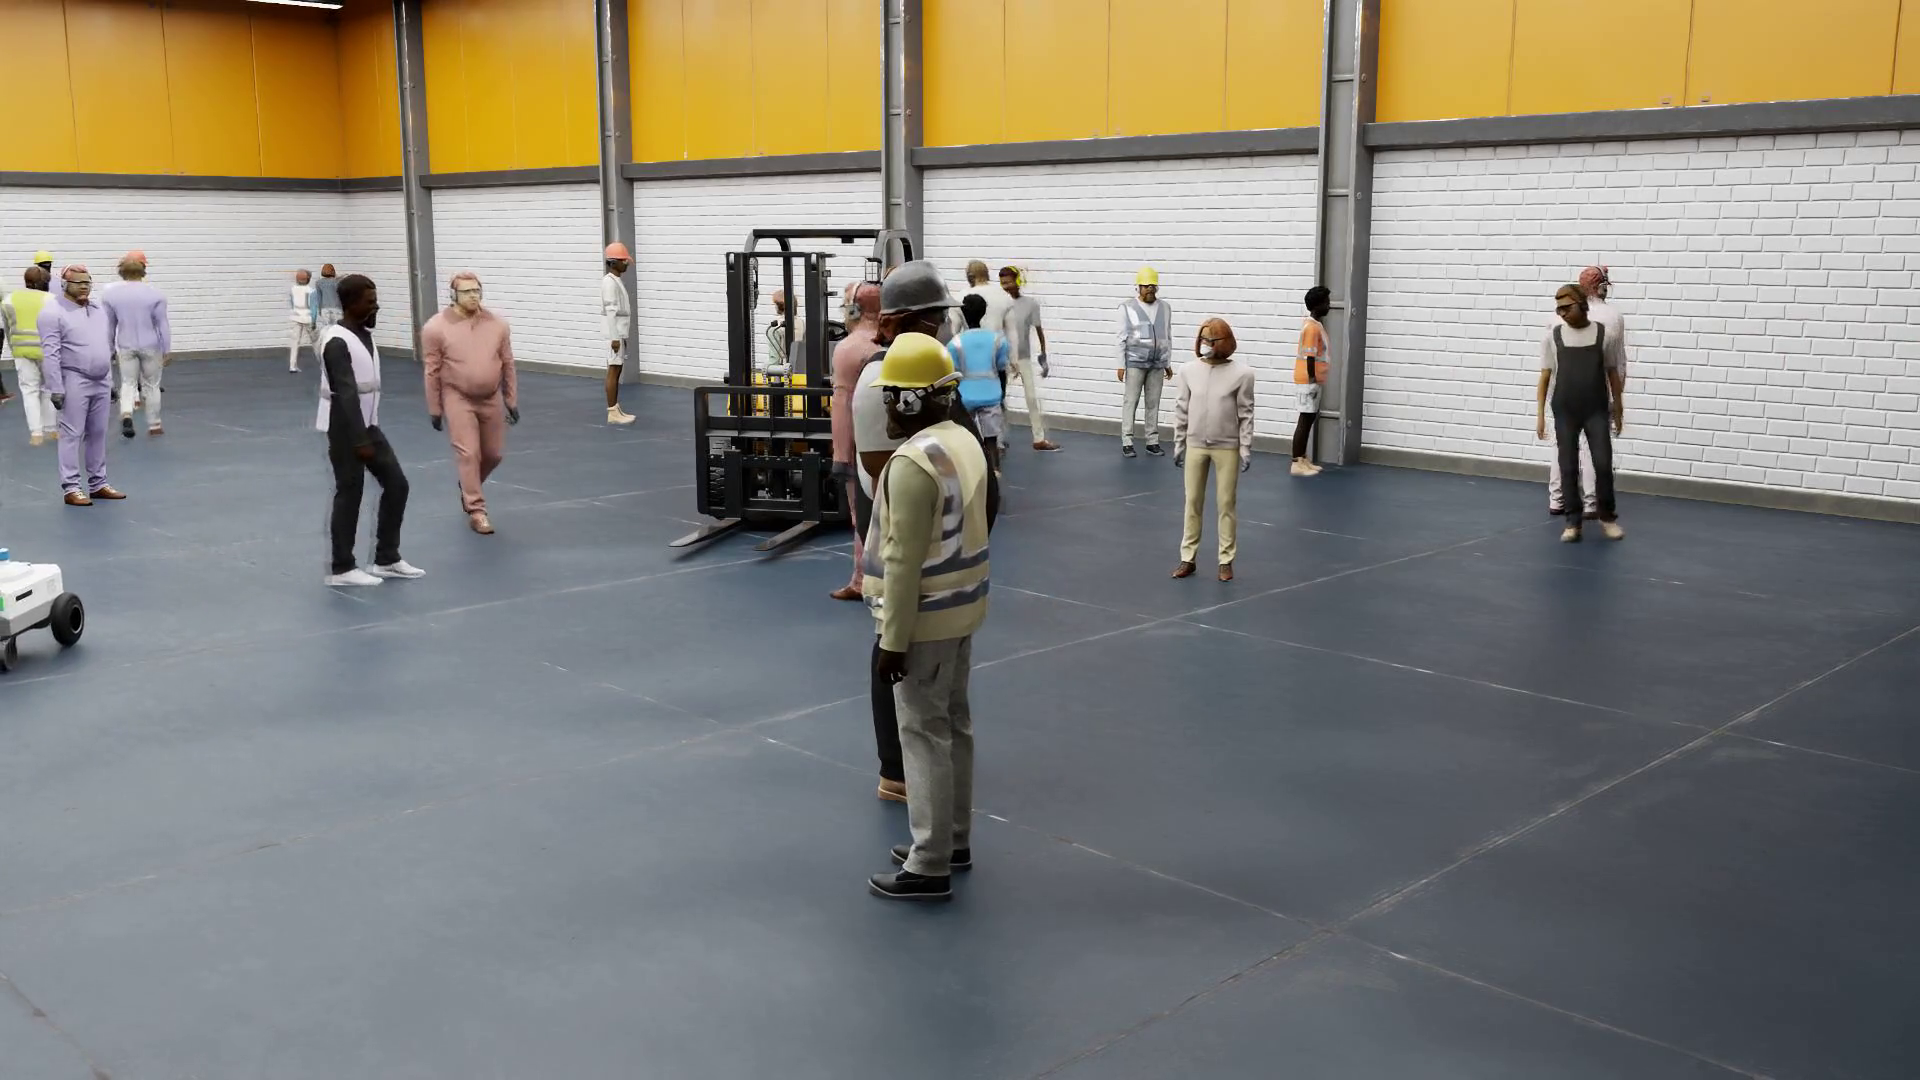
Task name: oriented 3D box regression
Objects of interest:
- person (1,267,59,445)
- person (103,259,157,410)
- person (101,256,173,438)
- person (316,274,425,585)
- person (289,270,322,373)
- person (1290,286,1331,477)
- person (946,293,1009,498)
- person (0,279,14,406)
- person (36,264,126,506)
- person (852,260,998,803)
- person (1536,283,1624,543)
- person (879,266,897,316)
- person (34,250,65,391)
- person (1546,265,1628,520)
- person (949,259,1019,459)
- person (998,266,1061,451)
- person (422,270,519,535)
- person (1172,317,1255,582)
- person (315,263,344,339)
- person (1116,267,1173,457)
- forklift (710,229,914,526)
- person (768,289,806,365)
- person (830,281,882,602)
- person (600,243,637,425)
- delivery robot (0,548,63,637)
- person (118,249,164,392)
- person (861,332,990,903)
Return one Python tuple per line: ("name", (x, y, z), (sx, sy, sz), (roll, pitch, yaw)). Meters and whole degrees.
("person", (-9.474, -1.891, 17.103), (0.604, 1.803, 0.679), (-3, 11, -16))
("person", (-10.291, -2.557, 20.651), (0.583, 1.827, 0.990), (-6, 12, -29))
("person", (-8.580, -1.996, 17.369), (0.647, 1.925, 0.632), (-2, 11, -11))
("person", (-3.570, -0.649, 10.093), (0.661, 1.898, 0.593), (0, 10, 1))
("person", (-10.251, -3.428, 26.058), (0.519, 1.591, 0.855), (2, 11, 12))
("person", (3.132, -1.409, 14.796), (0.320, 1.695, 0.537), (3, 11, 16))
("person", (0.140, -1.100, 13.110), (0.540, 1.680, 0.646), (-2, 11, -9))
("person", (-12.113, -2.673, 20.923), (0.646, 1.958, 0.885), (1, 10, 4))
("person", (-6.968, -1.234, 13.245), (0.403, 1.904, 0.652), (3, 11, 15))
("person", (-0.122, -0.034, 6.330), (0.537, 2.000, 0.683), (2, 11, 10))
("person", (4.326, -0.877, 11.574), (0.608, 1.804, 0.480), (4, 11, 20))
("person", (-0.635, -1.686, 15.897), (0.619, 1.838, 0.430), (-5, 12, -26))
("person", (-12.433, -2.986, 22.744), (0.381, 1.923, 0.592), (4, 11, 19))
("person", (4.733, -1.107, 12.547), (0.407, 1.908, 0.641), (-8, 13, -36))
("person", (0.210, -1.675, 15.637), (0.659, 1.903, 0.633), (-3, 11, -16))
("person", (0.647, -1.774, 16.402), (0.780, 1.839, 0.342), (2, 11, 9))
("person", (-3.564, -1.014, 12.097), (0.650, 1.885, 0.769), (-8, 13, -37))
("person", (1.562, -0.557, 10.292), (0.500, 1.632, 0.286), (5, 11, 23))
("person", (-11.179, -4.092, 29.570), (0.500, 1.633, 0.285), (-1, 10, -3))
("person", (1.792, -1.716, 16.068), (0.599, 1.830, 0.404), (-4, 11, -20))
("forklift", (-1.050, -1.319, 12.920), (1.214, 2.155, 2.313), (2, 11, 13))
("person", (-1.568, -1.452, 15.150), (0.307, 1.644, 0.515), (6, 12, 30))
("person", (-0.434, -0.521, 9.438), (0.785, 1.879, 0.648), (5, 12, 27))
("person", (-3.876, -2.335, 18.858), (0.376, 2.047, 0.605), (-1, 10, -5))
("delivery robot", (-4.834, 0.286, 8.384), (0.477, 0.478, 0.707), (-1, 10, -5))
("person", (-11.117, -2.955, 22.539), (0.548, 1.936, 0.378), (6, 12, 30))
("person", (-0.114, 0.248, 5.387), (0.403, 1.827, 0.589), (3, 11, 18))
